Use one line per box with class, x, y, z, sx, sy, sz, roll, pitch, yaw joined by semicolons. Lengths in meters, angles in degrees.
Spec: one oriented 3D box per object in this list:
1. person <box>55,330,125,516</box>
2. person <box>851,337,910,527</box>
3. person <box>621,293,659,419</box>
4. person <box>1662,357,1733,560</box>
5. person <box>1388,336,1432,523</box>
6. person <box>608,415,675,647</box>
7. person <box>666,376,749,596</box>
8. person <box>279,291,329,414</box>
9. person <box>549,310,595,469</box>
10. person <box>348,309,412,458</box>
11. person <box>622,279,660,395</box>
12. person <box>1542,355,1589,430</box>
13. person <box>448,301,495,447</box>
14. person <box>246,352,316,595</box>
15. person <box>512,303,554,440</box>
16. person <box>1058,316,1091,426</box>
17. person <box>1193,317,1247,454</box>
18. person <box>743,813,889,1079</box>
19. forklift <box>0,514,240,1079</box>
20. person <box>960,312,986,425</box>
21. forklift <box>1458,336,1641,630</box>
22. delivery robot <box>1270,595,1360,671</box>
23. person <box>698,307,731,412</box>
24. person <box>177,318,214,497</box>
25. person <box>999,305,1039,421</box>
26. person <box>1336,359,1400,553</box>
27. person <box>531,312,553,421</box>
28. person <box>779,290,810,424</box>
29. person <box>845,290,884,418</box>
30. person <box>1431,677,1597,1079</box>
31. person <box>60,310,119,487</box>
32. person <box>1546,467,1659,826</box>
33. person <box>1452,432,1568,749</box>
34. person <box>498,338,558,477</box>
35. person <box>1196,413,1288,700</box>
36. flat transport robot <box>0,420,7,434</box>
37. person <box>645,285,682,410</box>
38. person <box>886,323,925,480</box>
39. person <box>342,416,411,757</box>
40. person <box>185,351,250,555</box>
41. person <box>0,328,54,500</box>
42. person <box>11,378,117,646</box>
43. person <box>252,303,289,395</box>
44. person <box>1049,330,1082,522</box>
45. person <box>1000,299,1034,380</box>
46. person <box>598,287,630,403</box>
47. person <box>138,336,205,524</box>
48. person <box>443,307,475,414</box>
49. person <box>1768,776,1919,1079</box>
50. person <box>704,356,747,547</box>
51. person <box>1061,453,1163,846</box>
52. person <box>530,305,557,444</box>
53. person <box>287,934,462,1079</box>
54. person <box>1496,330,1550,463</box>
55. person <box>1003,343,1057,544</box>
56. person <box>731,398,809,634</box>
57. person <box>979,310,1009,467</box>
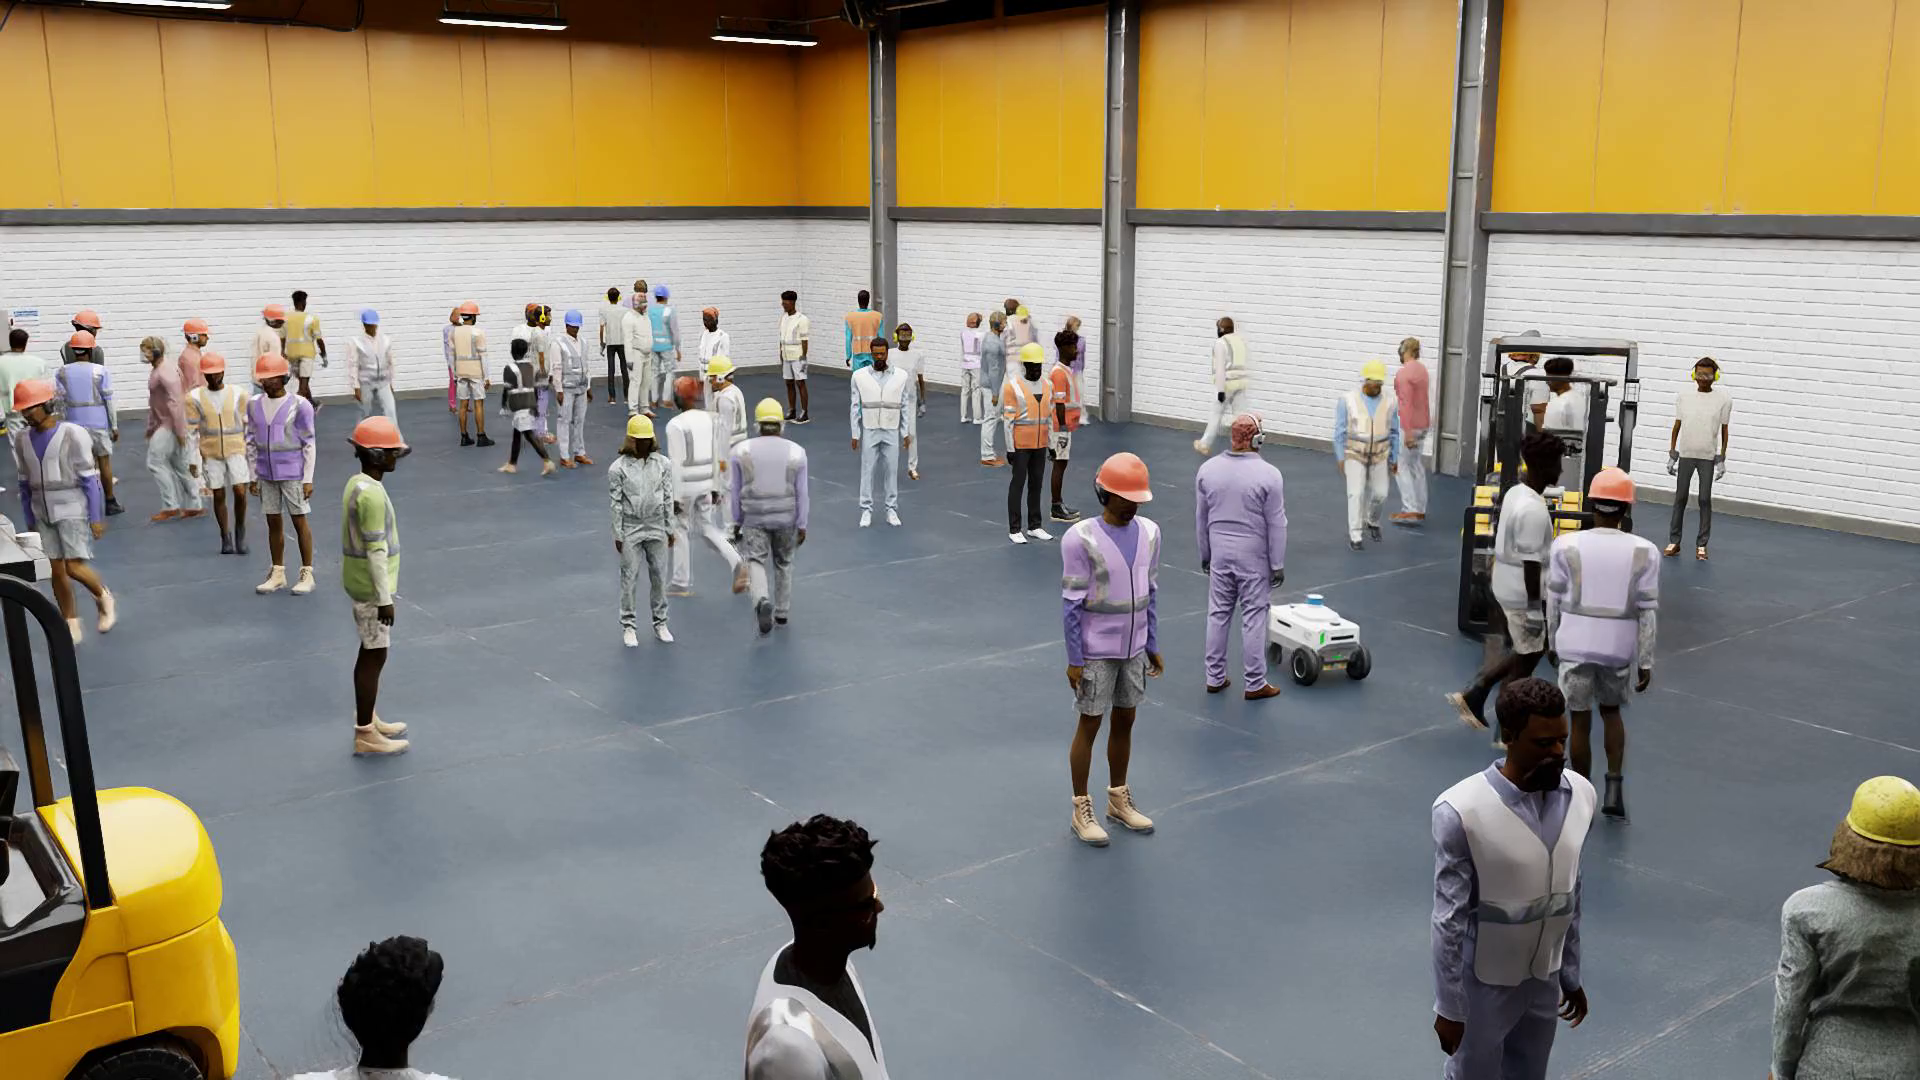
person;-9.071;-1.212;17.340;0.552;1.935;0.373;-2;12;-10
person;-0.808;-1.094;16.817;0.597;1.917;0.375;-2;12;-10
person;-4.756;-2.724;24.742;0.402;1.898;0.633;4;12;19
person;6.772;-0.752;15.285;0.510;1.871;0.328;7;14;31
person;4.622;-1.121;16.995;0.497;1.896;0.653;10;15;40
person;-2.343;-0.070;12.322;0.480;1.733;0.343;-7;13;-29
person;-2.140;-0.422;13.733;0.784;1.864;0.582;7;14;30
person;-9.838;-2.786;24.996;0.631;1.906;1.017;1;12;5
person;-4.748;-1.853;20.428;0.402;1.941;0.602;7;14;31
person;-7.383;-1.962;21.062;0.627;1.891;0.997;-11;16;-42
person;-5.321;-3.394;27.876;0.636;1.939;0.363;1;12;3
person;5.347;-0.665;14.703;0.509;1.938;0.610;11;16;42
person;-6.504;-2.209;22.161;0.552;1.932;0.377;3;12;15
person;-5.676;-0.551;13.894;0.608;2.043;0.374;2;12;10
person;-5.834;-2.300;22.756;0.577;1.876;0.349;-10;15;-41
person;1.611;-2.482;24.329;0.496;1.586;0.912;-6;13;-26
person;3.398;-1.943;21.272;0.652;1.781;0.915;-10;15;-40
person;-0.313;1.571;3.829;0.365;1.966;0.608;0;12;-1
forklift;-3.687;1.115;5.480;2.313;2.155;1.214;-9;15;-36
person;0.197;-2.506;24.333;0.516;1.633;0.309;11;16;43
forklift;4.683;-0.471;13.136;1.214;2.155;2.313;4;12;20
delivery robot;2.468;0.625;11.595;0.477;0.478;0.707;-4;12;-20
person;-3.235;-2.120;21.879;0.582;1.879;0.360;11;16;43
person;-8.460;-1.475;18.506;0.415;1.985;0.611;-5;13;-22
person;0.915;-2.612;24.607;0.572;1.731;0.641;-9;15;-36
person;3.844;-0.806;15.701;0.620;1.819;0.538;0;12;1
person;-6.260;-2.619;24.691;0.501;1.698;0.558;11;16;44
person;-2.450;-2.691;24.438;0.604;1.959;0.373;11;16;43
person;-1.435;-2.794;25.025;0.592;1.919;0.392;-2;12;-11
person;1.668;1.337;5.079;0.590;1.919;0.392;-6;13;-28
person;-9.967;-1.616;19.080;0.620;2.028;0.410;5;13;23
person;3.369;0.568;8.814;0.537;1.911;0.454;3;12;13
person;3.332;0.310;9.960;0.494;1.948;0.620;2;12;11
person;-5.153;-1.574;19.780;0.864;1.653;0.527;4;12;20
person;1.881;0.109;11.037;0.648;1.907;0.409;9;15;37
flat transport robot;-13.969;-1.510;22.823;1.431;0.197;0.652;-1;12;-6
person;-4.674;-2.991;25.980;0.649;1.931;0.483;4;12;20
person;-0.664;-1.616;19.494;0.515;1.862;0.338;-1;12;-6
person;-3.484;0.270;9.982;0.443;2.030;0.624;-5;13;-22
person;-6.804;-0.786;15.330;0.586;1.911;0.629;-5;13;-23
person;-10.435;-1.408;18.488;0.636;1.869;0.987;-7;14;-30
person;-6.601;-0.194;12.225;0.634;2.019;0.540;2;12;8
person;-8.846;-2.051;21.356;0.620;1.955;0.633;10;15;41
person;1.067;-1.176;17.094;0.367;1.966;0.607;1;12;5
person;0.746;-2.657;24.612;0.661;1.805;0.889;-9;15;-38
person;-5.549;-3.131;26.770;0.521;1.873;0.335;-2;12;-10
person;-8.100;-1.116;16.932;0.691;1.917;0.628;-6;13;-27
person;-7.699;-2.761;25.582;0.283;1.628;0.504;10;16;41
person;2.538;1.503;4.698;0.486;1.744;0.294;3;12;16
person;-2.231;-0.845;15.859;0.403;1.820;0.603;0;12;-1
person;0.806;0.553;8.582;0.605;2.035;0.384;-8;14;-33
person;-5.625;-2.229;22.446;0.325;1.862;0.509;-4;12;-18
person;-1.286;1.720;3.788;0.549;1.678;0.398;0;12;-1
person;5.509;-1.035;16.234;0.536;2.000;0.688;-5;13;-24
person;0.684;-0.936;16.030;0.585;1.928;0.368;-8;14;-35
person;-1.431;-0.163;12.581;0.595;1.805;0.675;-2;12;-10
person;0.416;-1.860;20.505;0.372;1.932;0.623;0;12;-1
